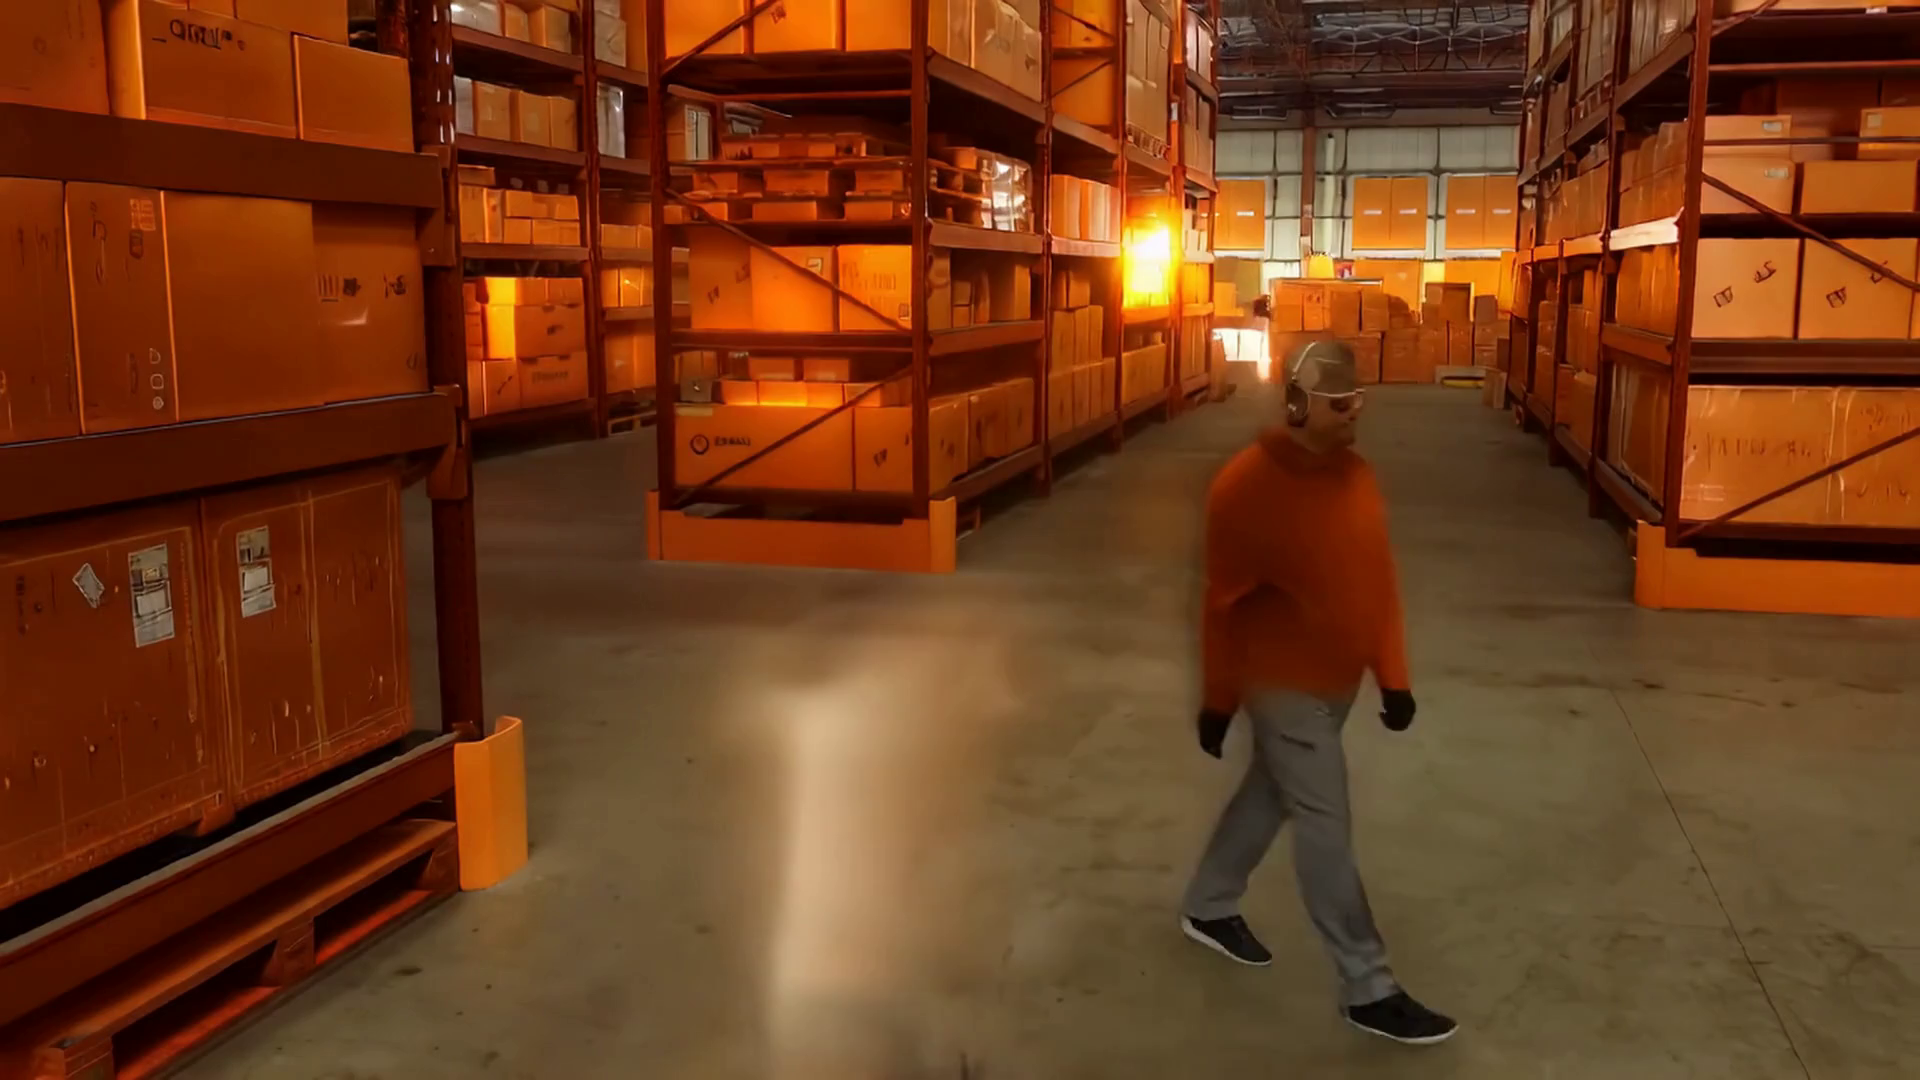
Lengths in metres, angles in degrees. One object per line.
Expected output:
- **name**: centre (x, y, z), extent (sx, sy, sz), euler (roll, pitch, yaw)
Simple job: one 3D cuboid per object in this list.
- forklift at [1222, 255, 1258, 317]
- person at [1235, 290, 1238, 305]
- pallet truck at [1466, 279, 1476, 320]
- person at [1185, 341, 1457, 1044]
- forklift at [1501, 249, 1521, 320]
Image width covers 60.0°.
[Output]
- **forklift**: centre (9.336, -8.492, 57.723), extent (1.873, 2.768, 1.129), euler (0, 9, -3)
- **person**: centre (9.327, -8.001, 57.691), extent (0.657, 1.922, 0.415), euler (3, 9, 16)
- **pallet truck**: centre (18.896, -8.459, 60.307), extent (1.885, 1.965, 0.823), euler (5, 10, 31)
- **person**: centre (0.982, 0.377, 4.628), extent (0.666, 1.853, 0.991), euler (-8, 12, -43)
- **forklift**: centre (15.612, -6.692, 46.291), extent (1.129, 2.768, 1.873), euler (2, 9, 15)
